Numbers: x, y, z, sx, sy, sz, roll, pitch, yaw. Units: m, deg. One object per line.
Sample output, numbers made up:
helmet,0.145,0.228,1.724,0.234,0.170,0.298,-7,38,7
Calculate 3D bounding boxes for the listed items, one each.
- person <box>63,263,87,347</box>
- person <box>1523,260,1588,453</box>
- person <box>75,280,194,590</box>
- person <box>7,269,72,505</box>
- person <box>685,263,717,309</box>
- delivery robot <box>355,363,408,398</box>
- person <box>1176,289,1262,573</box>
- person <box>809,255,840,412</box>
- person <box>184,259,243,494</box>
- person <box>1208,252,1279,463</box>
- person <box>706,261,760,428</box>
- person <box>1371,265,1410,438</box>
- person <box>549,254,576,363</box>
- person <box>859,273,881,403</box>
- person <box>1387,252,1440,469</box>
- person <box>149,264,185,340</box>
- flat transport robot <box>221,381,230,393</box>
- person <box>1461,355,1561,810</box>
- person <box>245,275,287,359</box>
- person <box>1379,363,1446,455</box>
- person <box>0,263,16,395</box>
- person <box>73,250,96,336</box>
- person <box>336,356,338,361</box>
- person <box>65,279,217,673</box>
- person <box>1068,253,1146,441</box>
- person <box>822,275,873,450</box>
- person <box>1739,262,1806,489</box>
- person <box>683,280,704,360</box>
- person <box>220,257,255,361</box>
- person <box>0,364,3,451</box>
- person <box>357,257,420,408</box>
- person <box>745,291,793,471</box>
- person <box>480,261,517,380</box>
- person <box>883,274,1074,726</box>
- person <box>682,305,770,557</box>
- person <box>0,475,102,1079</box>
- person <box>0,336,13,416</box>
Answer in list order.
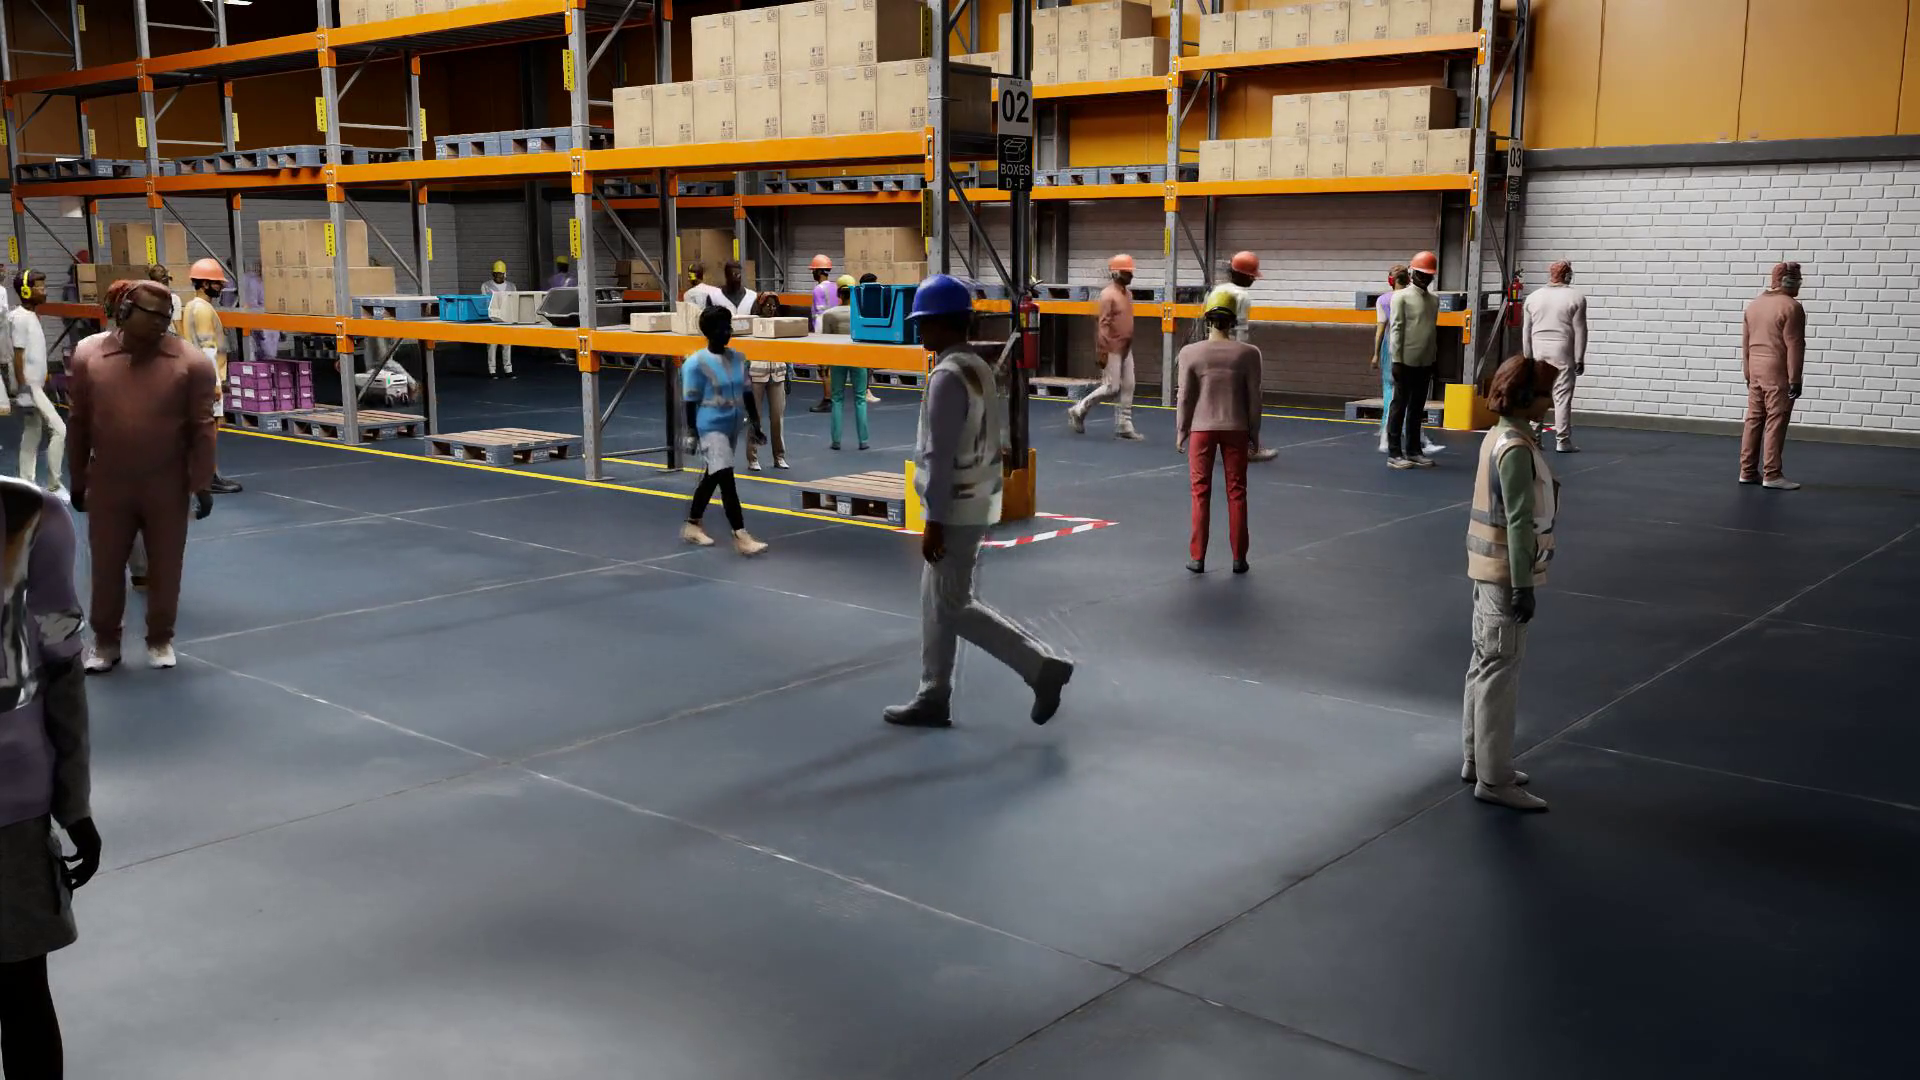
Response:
person,-13.515,-3.335,25.490,0.472,1.792,0.616,-3,10,-17
person,5.924,-1.822,16.537,0.399,1.908,0.643,-10,14,-44
person,-4.711,-0.565,9.560,0.586,1.855,0.922,-5,11,-26
person,-7.157,-1.178,13.027,0.620,1.849,0.551,-4,11,-20
person,-3.294,-2.585,21.121,0.868,1.818,0.570,8,13,38
delivery robot,-7.404,-2.020,21.244,0.707,0.478,0.477,6,11,30
person,1.612,-0.672,10.391,0.533,1.767,0.326,1,10,3
person,-1.687,-2.542,20.543,0.364,1.939,0.542,4,11,20
person,-6.198,-1.353,13.785,0.377,1.932,0.552,-7,12,-33
person,2.582,-1.716,15.739,0.736,1.989,0.700,-6,12,-31
person,-2.494,-2.148,18.494,0.594,1.871,1.029,-6,11,-29
person,4.655,-1.984,17.654,0.563,1.838,0.389,-3,10,-15
person,-7.037,-4.102,29.528,0.620,1.941,0.460,5,11,28
person,-1.233,-2.652,21.873,0.322,1.692,0.533,-3,10,-16
person,4.206,-1.653,15.346,0.608,1.987,0.391,-7,12,-35
person,-8.560,-2.020,17.880,0.521,1.853,0.363,2,10,12
flat transport robot,-9.668,-1.996,22.184,1.431,0.197,0.652,8,13,39
person,2.007,0.148,6.085,0.308,1.638,0.511,1,10,8
person,-9.320,-2.848,22.477,0.668,1.872,0.676,3,10,16
person,4.456,-1.630,16.274,0.694,1.599,0.525,6,11,29
person,-13.253,-2.885,22.785,0.734,1.832,0.656,1,10,4
person,-13.273,-3.418,25.370,0.646,1.993,0.658,9,14,42
person,-11.012,-3.995,29.702,0.288,1.627,0.501,-8,13,-37
person,-3.884,-0.295,7.943,0.687,1.878,0.463,-3,10,-15
person,1.578,-2.019,17.481,0.742,1.970,0.626,6,12,31
person,-1.122,-1.781,16.738,0.520,1.760,0.347,0,10,3
person,6.910,-1.388,14.070,0.402,1.904,0.652,-2,10,-11
person,-4.092,-3.312,25.827,0.280,1.625,0.496,7,12,36
person,-10.284,-3.126,23.956,0.597,1.910,0.644,7,12,36
person,-9.713,-1.838,16.412,0.440,1.979,0.648,0,10,-2
person,-7.376,-2.651,21.236,0.654,1.917,0.783,8,13,40
person,-1.769,-1.450,15.208,0.512,1.633,0.313,-5,11,-27
person,-7.088,-3.383,25.655,0.587,1.826,0.404,-8,13,-38
person,0.065,-0.131,6.874,0.745,1.919,0.602,2,10,9
person,-1.591,-0.732,11.049,0.871,1.651,0.538,7,12,33
person,-1.935,0.511,3.165,0.546,1.938,0.360,-7,12,-35
person,-11.745,-2.363,19.939,0.574,1.797,0.655,-5,11,-27
